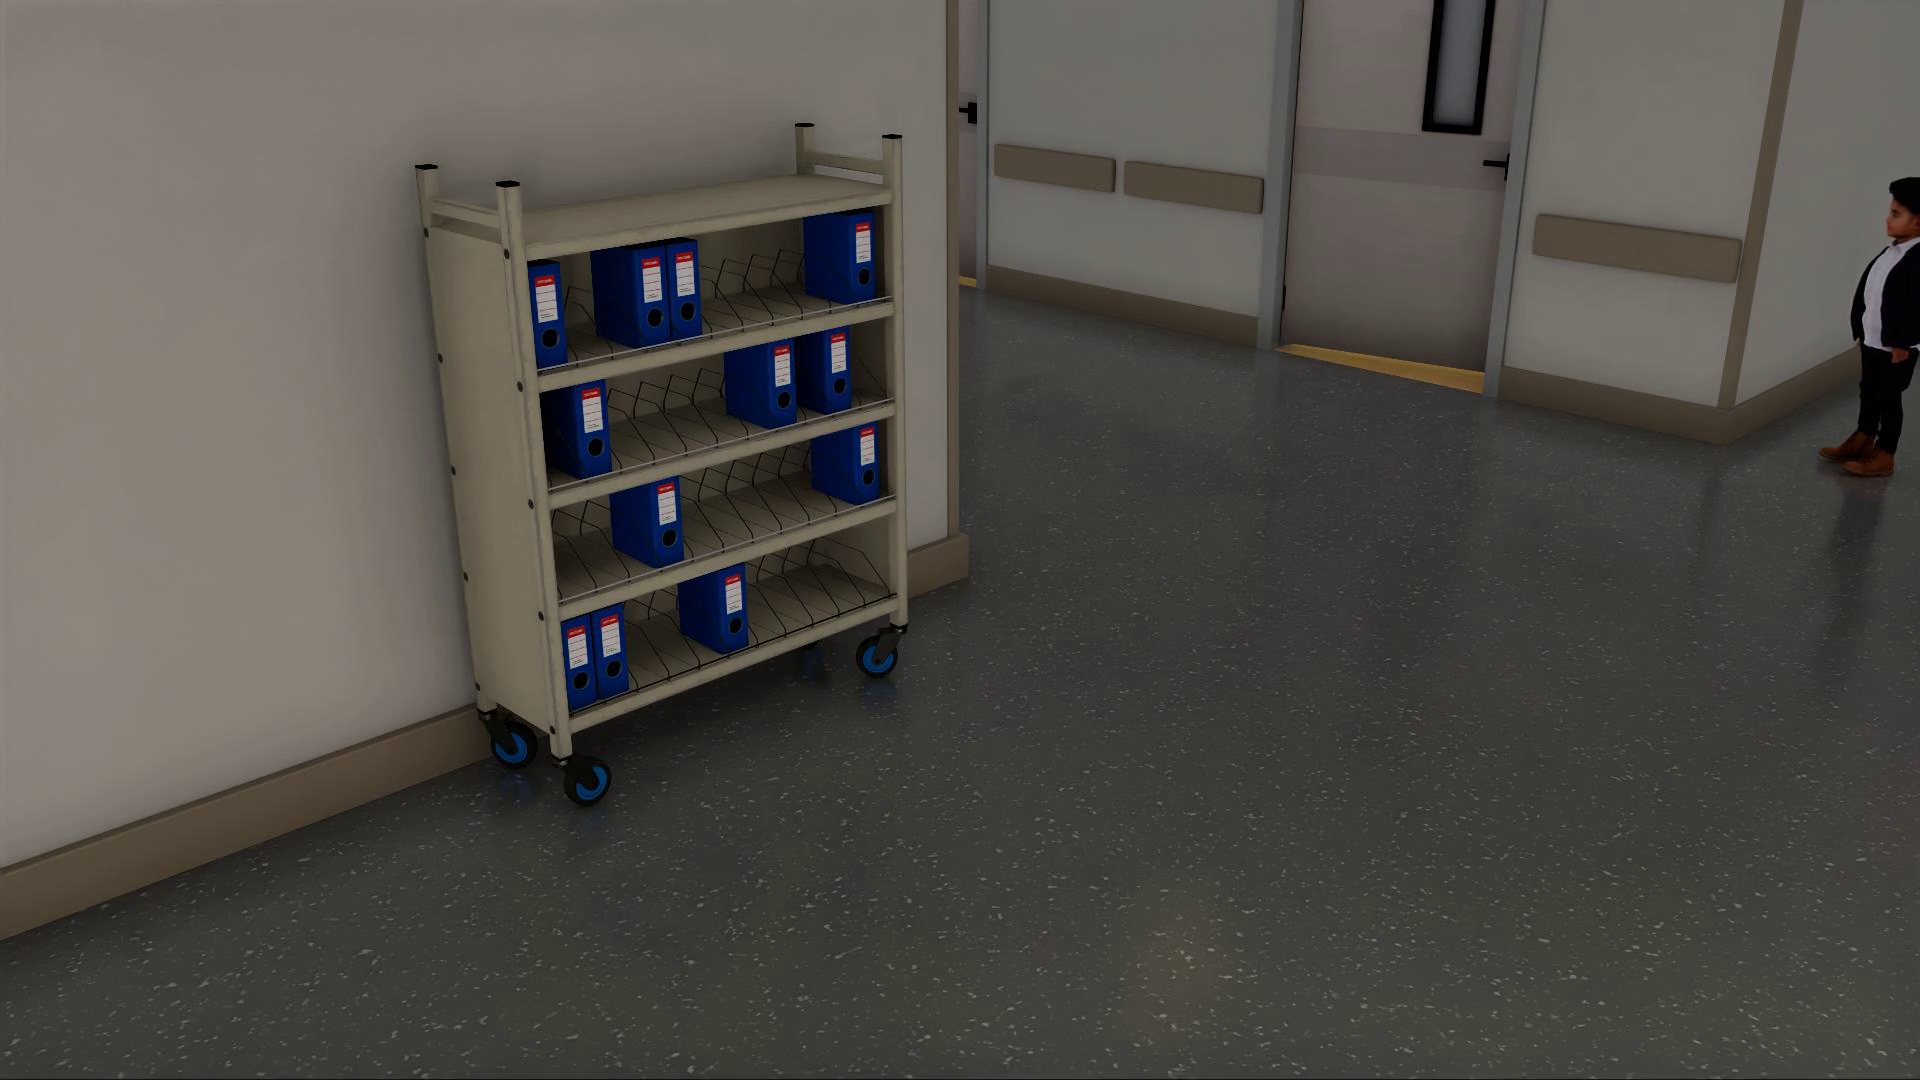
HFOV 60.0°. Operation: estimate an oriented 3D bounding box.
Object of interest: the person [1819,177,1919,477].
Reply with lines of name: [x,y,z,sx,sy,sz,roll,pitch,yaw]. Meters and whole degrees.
person: [3.837,-0.876,6.836,0.632,1.223,0.570,0,21,1]
